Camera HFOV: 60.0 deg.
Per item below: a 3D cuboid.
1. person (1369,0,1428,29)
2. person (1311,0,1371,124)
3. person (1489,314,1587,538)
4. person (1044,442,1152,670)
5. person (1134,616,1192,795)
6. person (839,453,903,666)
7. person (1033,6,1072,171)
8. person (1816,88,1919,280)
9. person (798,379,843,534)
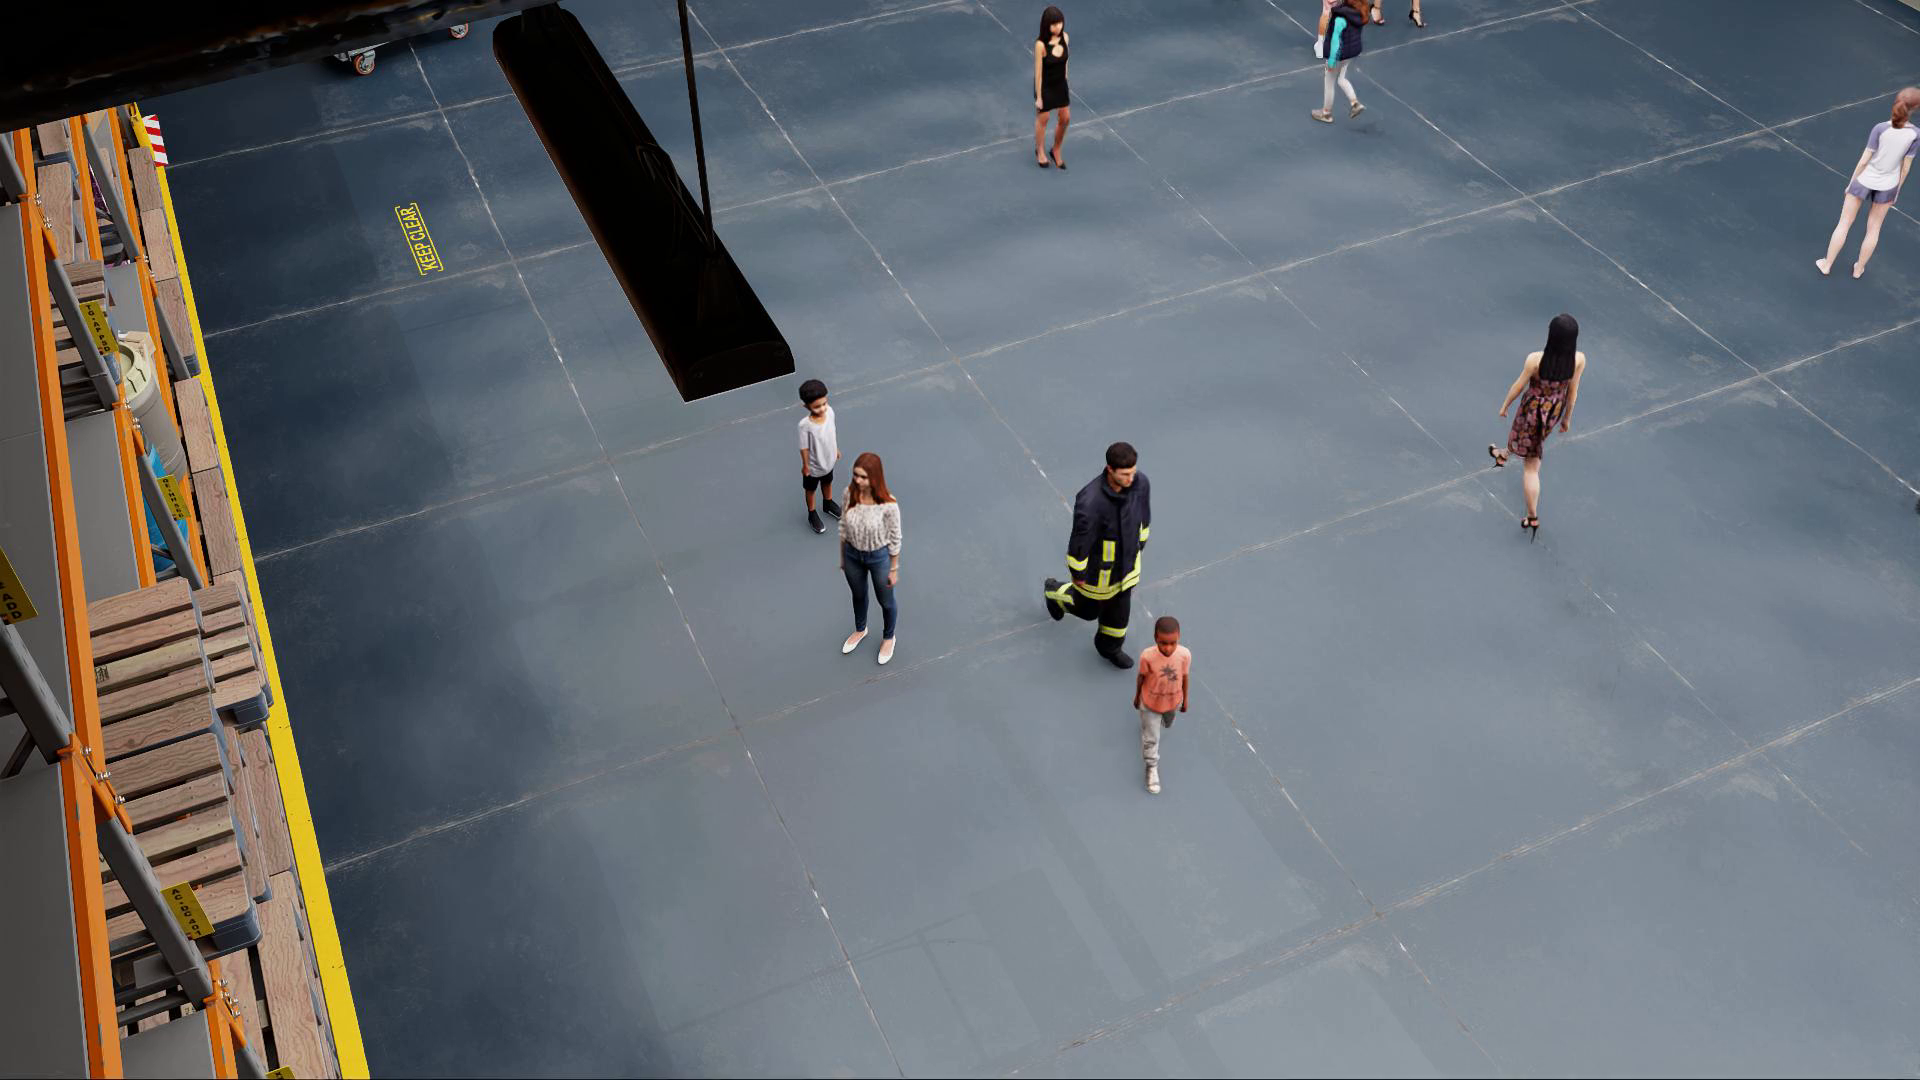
[{"bbox_3d":[4.632,-6.271,17.675,0.996,1.692,0.860,32,52,29],"label":"person"},{"bbox_3d":[3.778,-4.743,16.216,0.856,1.493,0.743,29,51,27],"label":"person"},{"bbox_3d":[4.159,-0.792,11.912,0.902,1.708,1.257,-3,44,-3],"label":"person"},{"bbox_3d":[0.909,0.038,10.897,0.896,1.907,1.078,-26,49,-25],"label":"person"},{"bbox_3d":[1.250,0.932,10.402,0.697,1.294,0.922,-2,44,-2],"label":"person"},{"bbox_3d":[-0.590,0.102,10.960,0.634,1.728,0.708,17,46,17],"label":"person"},{"bbox_3d":[0.795,-4.257,15.604,0.625,1.633,0.637,-25,49,-24],"label":"person"},{"bbox_3d":[7.832,-3.045,14.236,0.667,1.765,0.724,13,45,13],"label":"person"},{"bbox_3d":[-1.027,-0.638,12.074,0.545,1.262,0.572,-32,52,-29],"label":"person"}]
